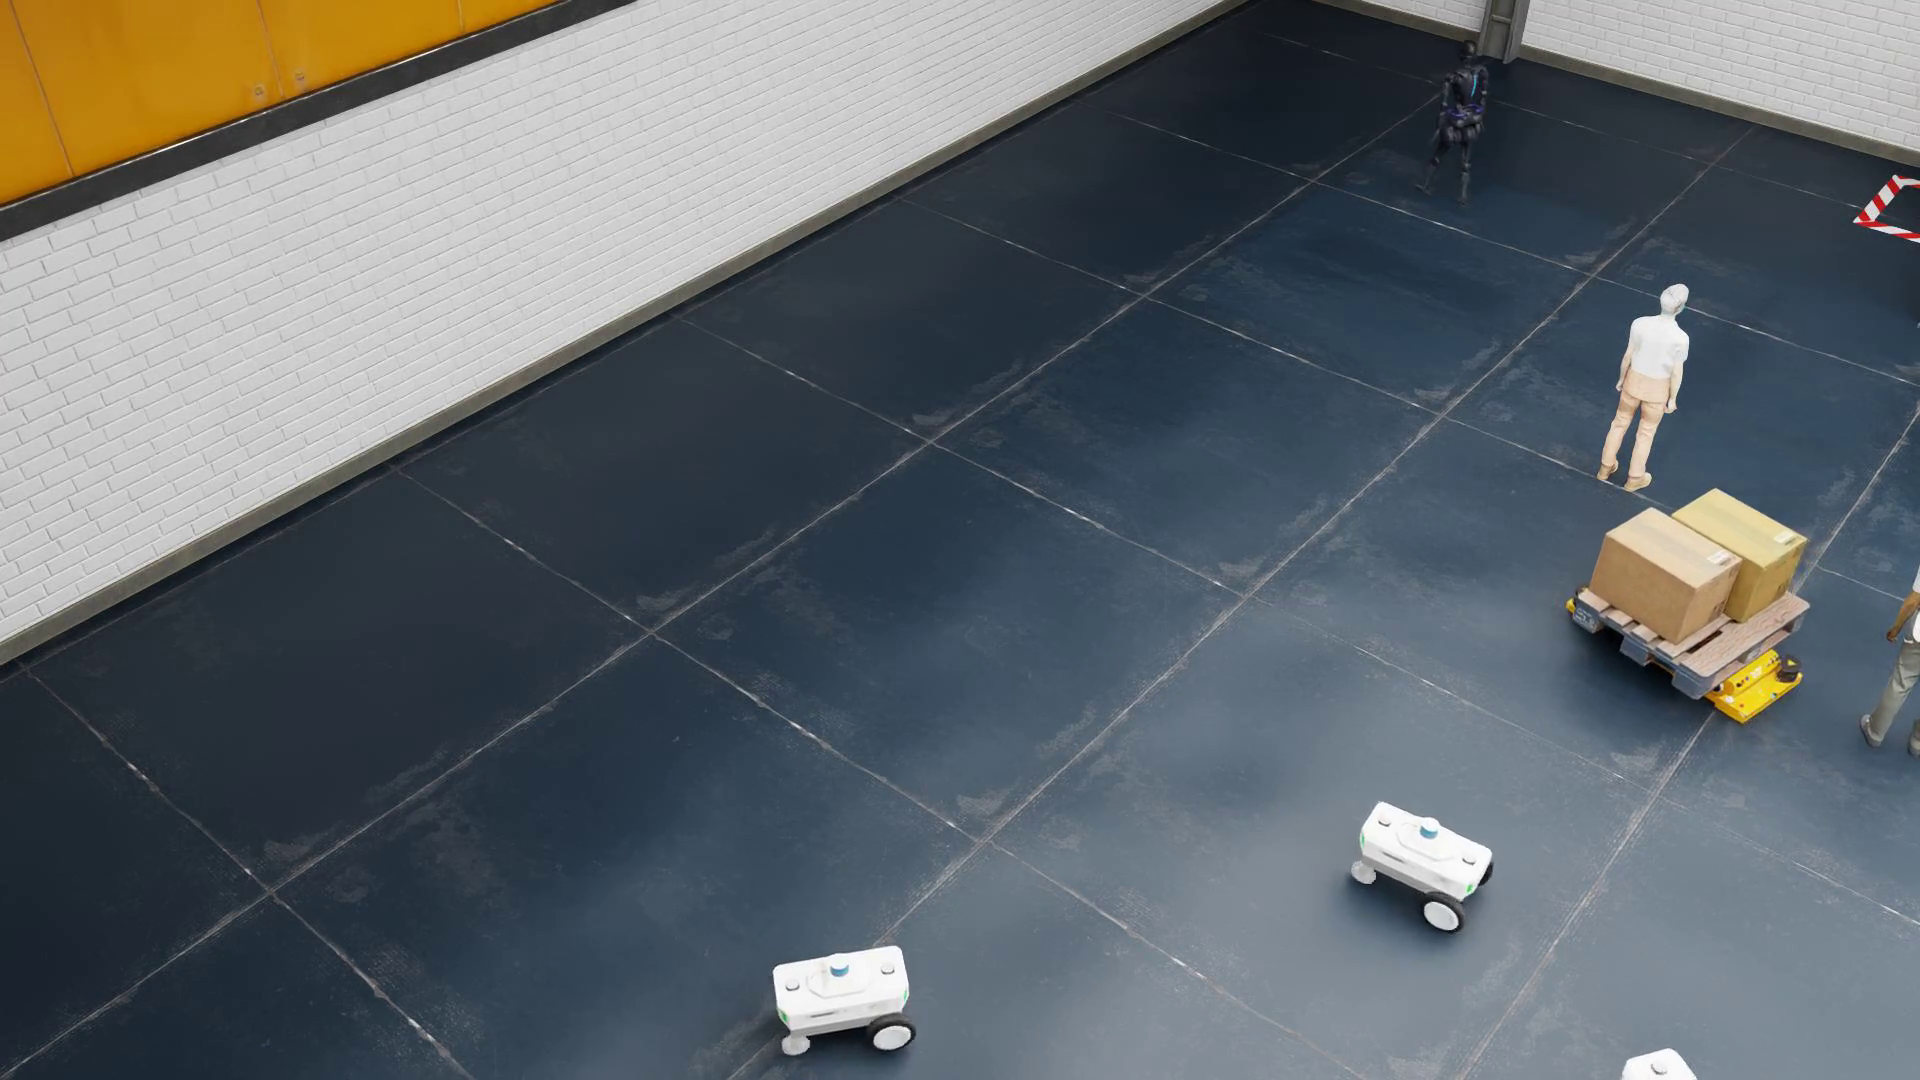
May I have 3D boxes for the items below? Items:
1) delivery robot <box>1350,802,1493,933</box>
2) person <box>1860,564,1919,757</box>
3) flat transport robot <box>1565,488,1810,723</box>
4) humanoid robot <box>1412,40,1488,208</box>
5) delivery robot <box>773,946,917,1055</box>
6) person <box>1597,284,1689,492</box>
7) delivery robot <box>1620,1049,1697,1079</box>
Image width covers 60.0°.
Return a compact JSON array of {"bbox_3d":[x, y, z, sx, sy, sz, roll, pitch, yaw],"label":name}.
[{"bbox_3d":[2.709,1.857,9.734,0.750,0.570,0.499,23,44,26],"label":"delivery robot"},{"bbox_3d":[6.066,0.602,10.286,0.563,1.841,0.387,15,41,18],"label":"person"},{"bbox_3d":[4.975,0.666,11.459,0.659,0.231,1.431,-25,45,-27],"label":"flat transport robot"},{"bbox_3d":[4.865,-4.090,16.249,0.609,1.635,0.599,-17,42,-20],"label":"humanoid robot"},{"bbox_3d":[-0.627,2.463,9.005,0.802,0.600,0.499,-7,39,-9],"label":"delivery robot"},{"bbox_3d":[5.188,-1.152,12.538,0.469,1.747,0.321,32,49,33],"label":"person"},{"bbox_3d":[3.622,2.956,8.401,0.499,0.610,0.788,-10,40,-12],"label":"delivery robot"}]
